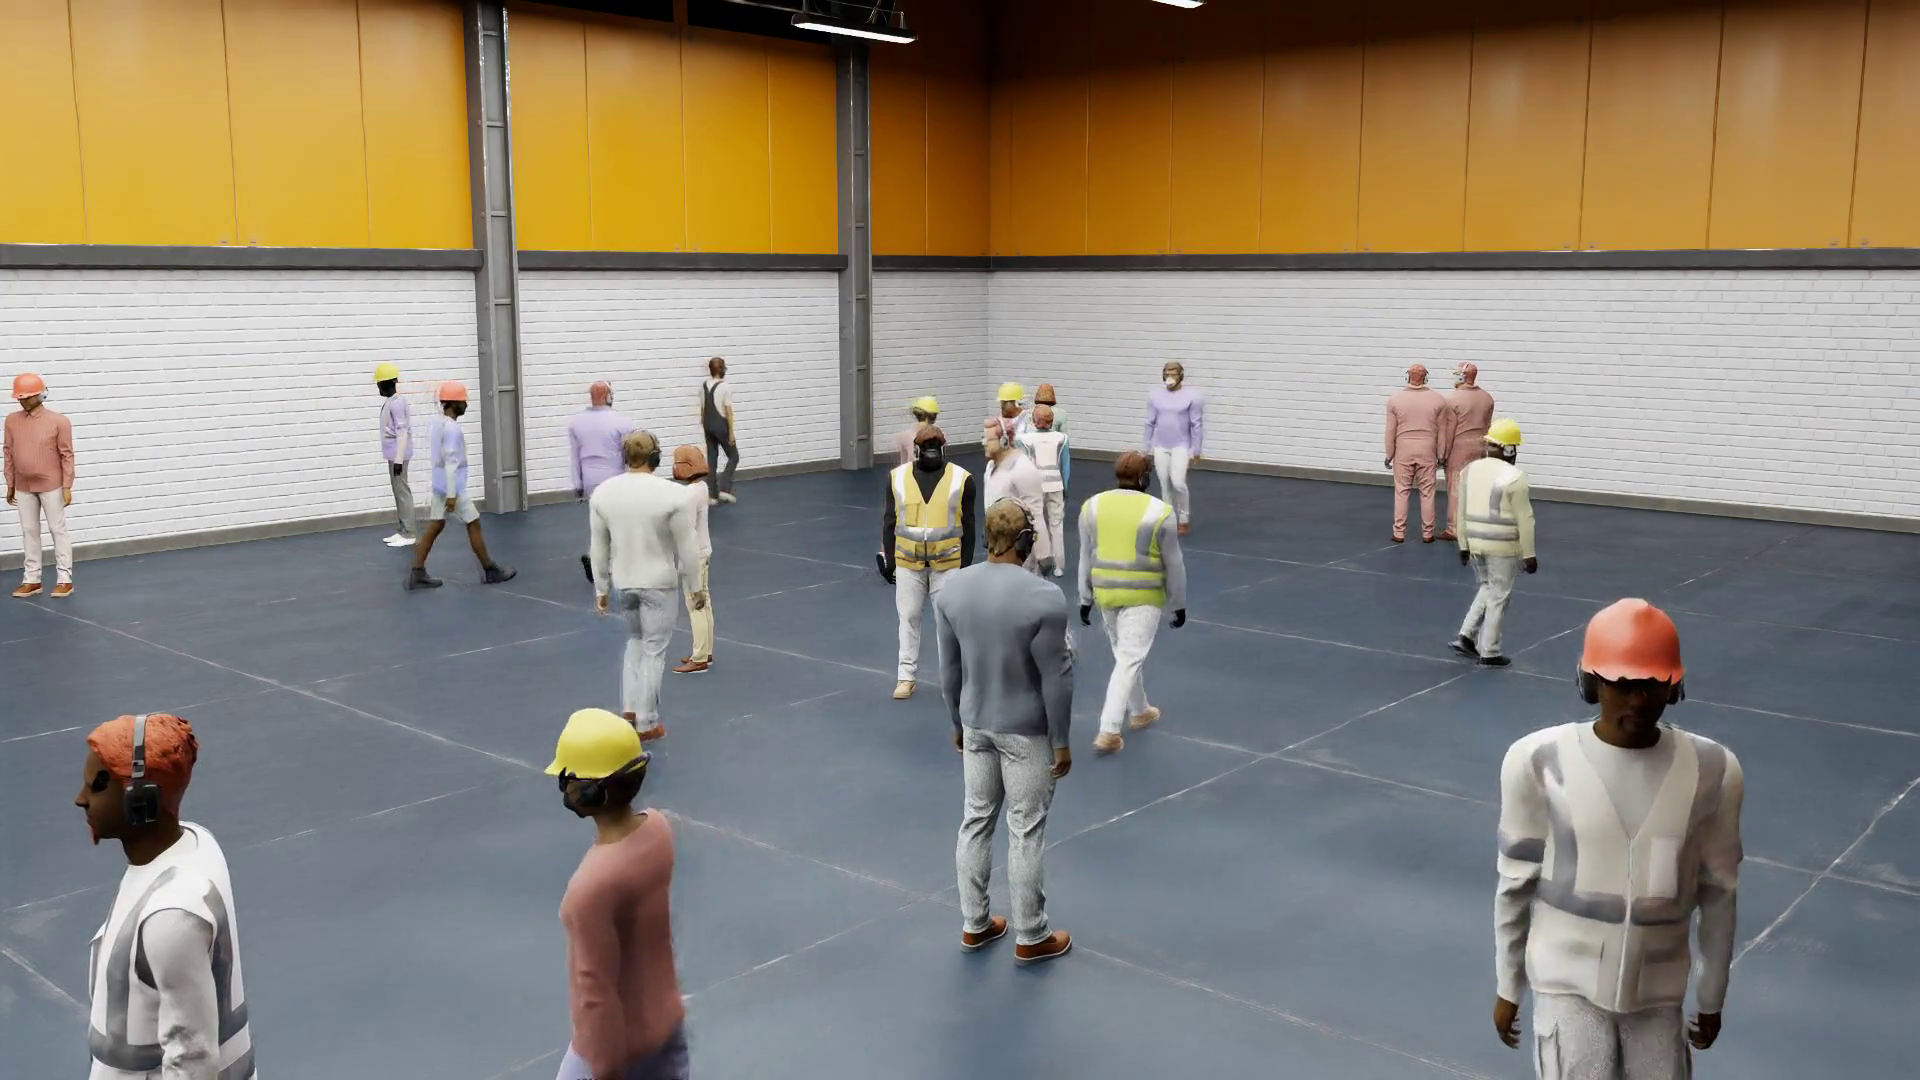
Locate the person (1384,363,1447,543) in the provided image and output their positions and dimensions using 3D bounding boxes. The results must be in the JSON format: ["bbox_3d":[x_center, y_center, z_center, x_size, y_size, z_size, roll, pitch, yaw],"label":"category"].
[{"bbox_3d":[4.816,-0.913,17.610,0.637,1.911,0.406,2,9,10],"label":"person"}]

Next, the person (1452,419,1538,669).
[{"bbox_3d":[3.849,0.037,11.931,0.420,1.813,0.597,-4,10,-22],"label":"person"}]

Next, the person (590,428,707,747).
[{"bbox_3d":[-1.871,0.282,10.065,0.637,1.921,0.518,3,10,20],"label":"person"}]

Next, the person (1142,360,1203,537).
[{"bbox_3d":[2.271,-0.969,17.907,0.639,1.922,0.459,5,10,30],"label":"person"}]

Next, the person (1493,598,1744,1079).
[{"bbox_3d":[1.728,1.128,4.448,0.611,2.024,0.757,2,9,10],"label":"person"}]

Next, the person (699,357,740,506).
[{"bbox_3d":[-2.939,-1.336,20.491,0.539,1.833,0.483,5,10,30],"label":"person"}]

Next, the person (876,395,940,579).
[{"bbox_3d":[-0.425,-0.471,15.405,0.531,1.734,0.781,8,12,41],"label":"person"}]

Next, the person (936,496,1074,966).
[{"bbox_3d":[0.197,0.783,6.866,0.631,1.939,0.372,6,11,35],"label":"person"}]

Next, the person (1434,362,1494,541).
[{"bbox_3d":[5.367,-0.943,17.779,0.651,1.913,0.410,-5,10,-26],"label":"person"}]

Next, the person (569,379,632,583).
[{"bbox_3d":[-3.297,-0.541,15.353,0.650,1.885,0.795,4,10,24],"label":"person"}]

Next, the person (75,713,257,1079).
[{"bbox_3d":[-1.770,1.307,3.747,0.355,1.883,0.574,-4,10,-25],"label":"person"}]

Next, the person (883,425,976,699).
[{"bbox_3d":[-0.209,0.150,11.131,0.625,1.847,0.429,1,9,4],"label":"person"}]

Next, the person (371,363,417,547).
[{"bbox_3d":[-5.920,-0.890,17.409,0.379,1.922,0.592,-4,10,-24],"label":"person"}]

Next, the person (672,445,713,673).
[{"bbox_3d":[-1.919,0.132,11.894,0.286,1.636,0.497,1,9,3],"label":"person"}]

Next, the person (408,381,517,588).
[{"bbox_3d":[-4.598,-0.502,15.106,0.986,1.886,0.563,-6,11,-32],"label":"person"}]

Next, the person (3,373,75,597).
[{"bbox_3d":[-8.110,-0.478,14.633,0.610,1.986,0.393,0,9,2],"label":"person"}]

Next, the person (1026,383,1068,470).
[{"bbox_3d":[0.949,-0.927,18.552,0.508,1.632,0.270,-1,9,-7],"label":"person"}]

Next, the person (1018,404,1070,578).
[{"bbox_3d":[0.780,-0.450,15.532,0.512,1.642,0.311,-2,9,-11],"label":"person"}]

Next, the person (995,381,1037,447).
[{"bbox_3d":[0.539,-0.636,16.169,0.439,1.811,0.632,-8,12,-40],"label":"person"}]

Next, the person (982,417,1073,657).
[{"bbox_3d":[0.464,0.034,11.884,0.839,1.856,0.660,-3,10,-18],"label":"person"}]

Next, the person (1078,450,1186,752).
[{"bbox_3d":[1.035,0.349,10.053,0.644,1.795,0.973,6,11,32],"label":"person"}]

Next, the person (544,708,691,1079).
[{"bbox_3d":[-0.822,1.285,4.360,0.854,1.735,0.515,3,10,18],"label":"person"}]
